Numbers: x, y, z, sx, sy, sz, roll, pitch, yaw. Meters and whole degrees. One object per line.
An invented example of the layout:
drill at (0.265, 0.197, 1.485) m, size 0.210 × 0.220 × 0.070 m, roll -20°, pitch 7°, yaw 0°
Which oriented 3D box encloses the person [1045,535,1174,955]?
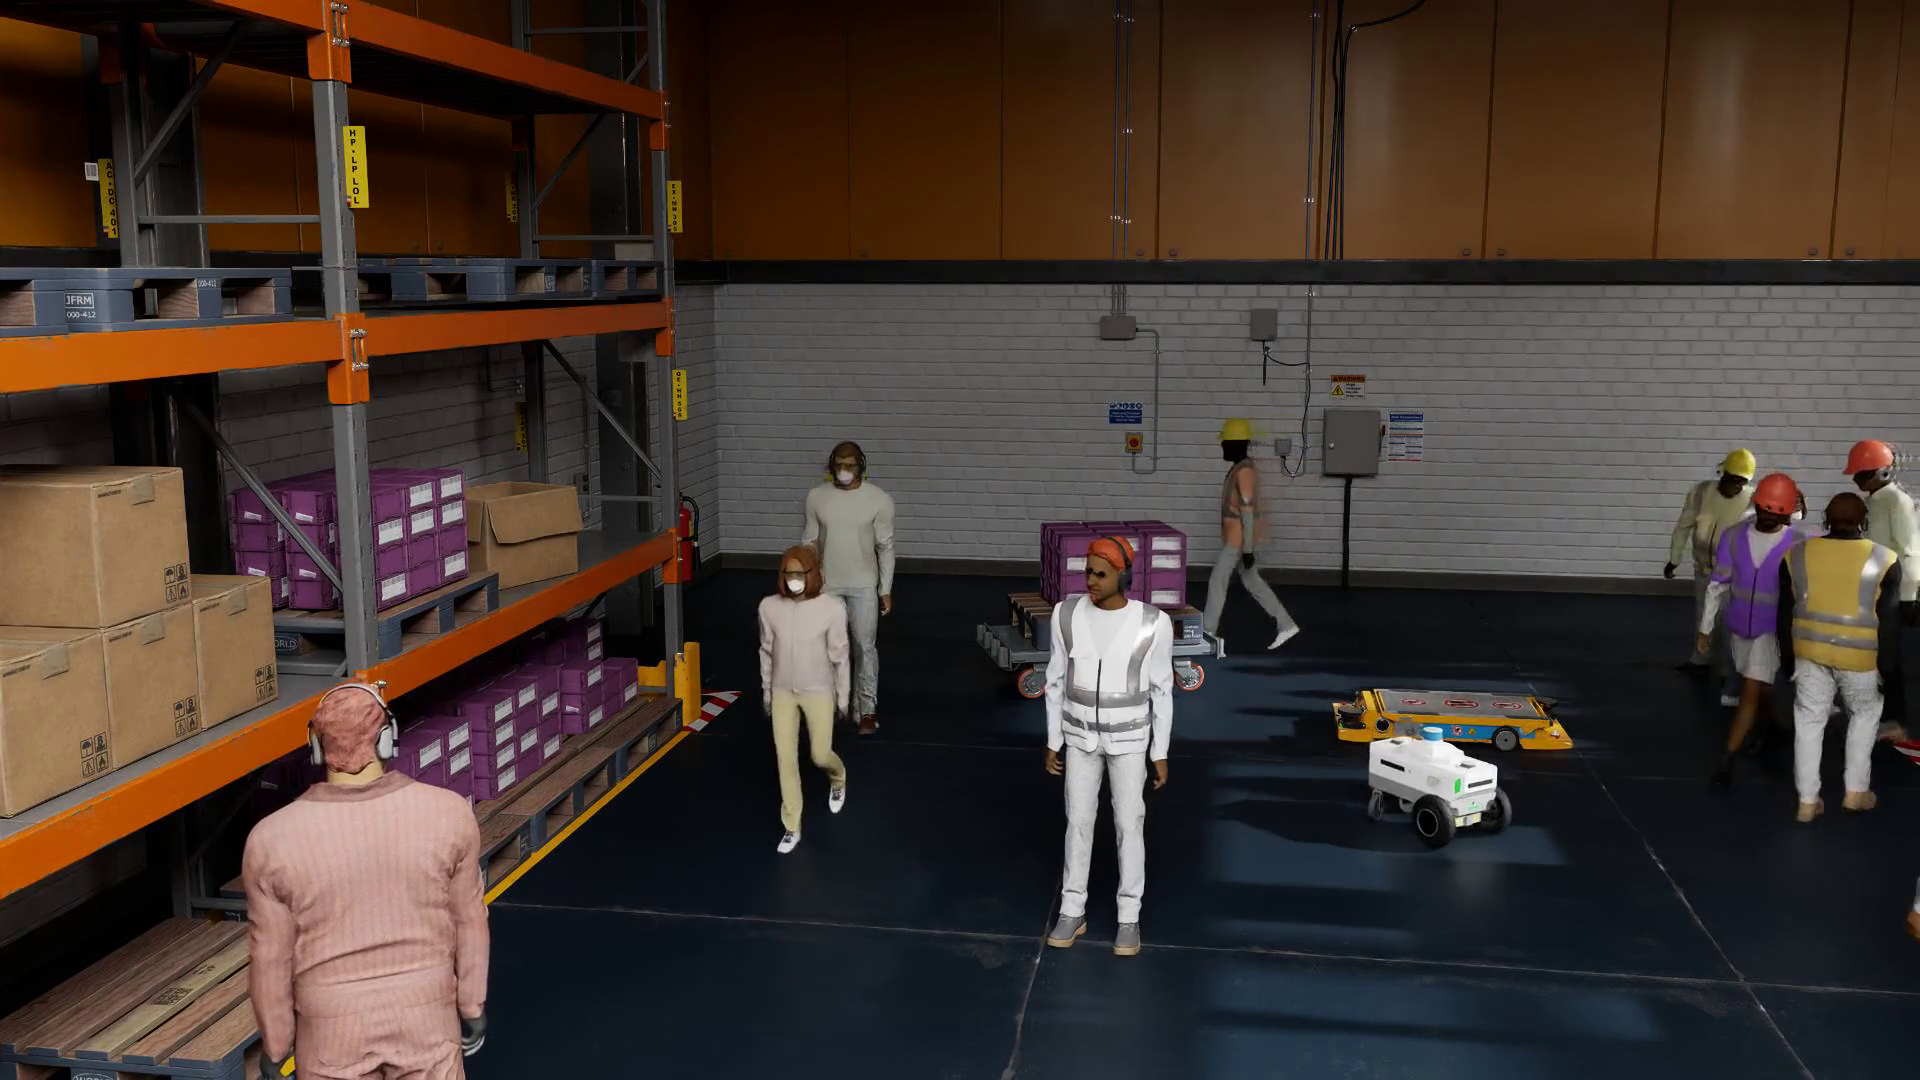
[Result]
person at (0.652, 0.905, 7.398) m, size 0.574 × 1.884 × 0.360 m, roll 3°, pitch 10°, yaw 20°

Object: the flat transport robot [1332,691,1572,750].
flat transport robot at (3.174, 1.155, 10.818) m, size 1.431 × 0.197 × 0.652 m, roll 1°, pitch 9°, yaw 9°

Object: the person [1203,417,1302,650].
person at (2.259, -0.041, 13.206) m, size 0.962 × 1.890 × 0.594 m, roll 2°, pitch 9°, yaw 10°

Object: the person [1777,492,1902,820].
person at (4.912, 0.635, 9.270) m, size 0.650 × 1.814 × 0.715 m, roll 8°, pitch 12°, yaw 42°

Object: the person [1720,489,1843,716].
person at (5.613, 0.417, 11.306) m, size 0.768 × 1.585 × 0.499 m, roll 5°, pitch 10°, yaw 26°

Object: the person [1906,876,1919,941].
person at (3.467, 1.199, 5.537) m, size 0.555 × 1.902 × 0.854 m, roll 0°, pitch 9°, yaw 3°

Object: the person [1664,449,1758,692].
person at (5.523, 0.206, 12.104) m, size 0.719 × 1.766 × 0.664 m, roll -8°, pitch 12°, yaw -39°

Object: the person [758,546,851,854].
person at (-0.805, 0.808, 8.848) m, size 0.498 × 1.616 × 0.608 m, roll 2°, pitch 9°, yaw 13°

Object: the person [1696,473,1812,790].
person at (4.821, 0.505, 9.993) m, size 1.056 × 1.874 × 0.590 m, roll -8°, pitch 12°, yaw -42°

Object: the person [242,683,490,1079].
person at (-1.649, 1.336, 4.688) m, size 0.636 × 1.903 × 0.405 m, roll -4°, pitch 10°, yaw -25°

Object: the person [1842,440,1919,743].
person at (5.884, 0.343, 10.649) m, size 0.546 × 1.950 × 0.635 m, roll 2°, pitch 9°, yaw 13°

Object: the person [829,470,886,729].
person at (-0.770, 0.327, 11.122) m, size 0.521 × 1.845 × 0.583 m, roll -4°, pitch 10°, yaw -24°

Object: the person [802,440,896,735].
person at (-0.733, 0.310, 10.896) m, size 0.627 × 1.940 × 0.371 m, roll 2°, pitch 9°, yaw 10°

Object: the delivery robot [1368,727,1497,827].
delivery robot at (2.555, 1.258, 9.021) m, size 0.477 × 0.478 × 0.707 m, roll -5°, pitch 10°, yaw -29°
